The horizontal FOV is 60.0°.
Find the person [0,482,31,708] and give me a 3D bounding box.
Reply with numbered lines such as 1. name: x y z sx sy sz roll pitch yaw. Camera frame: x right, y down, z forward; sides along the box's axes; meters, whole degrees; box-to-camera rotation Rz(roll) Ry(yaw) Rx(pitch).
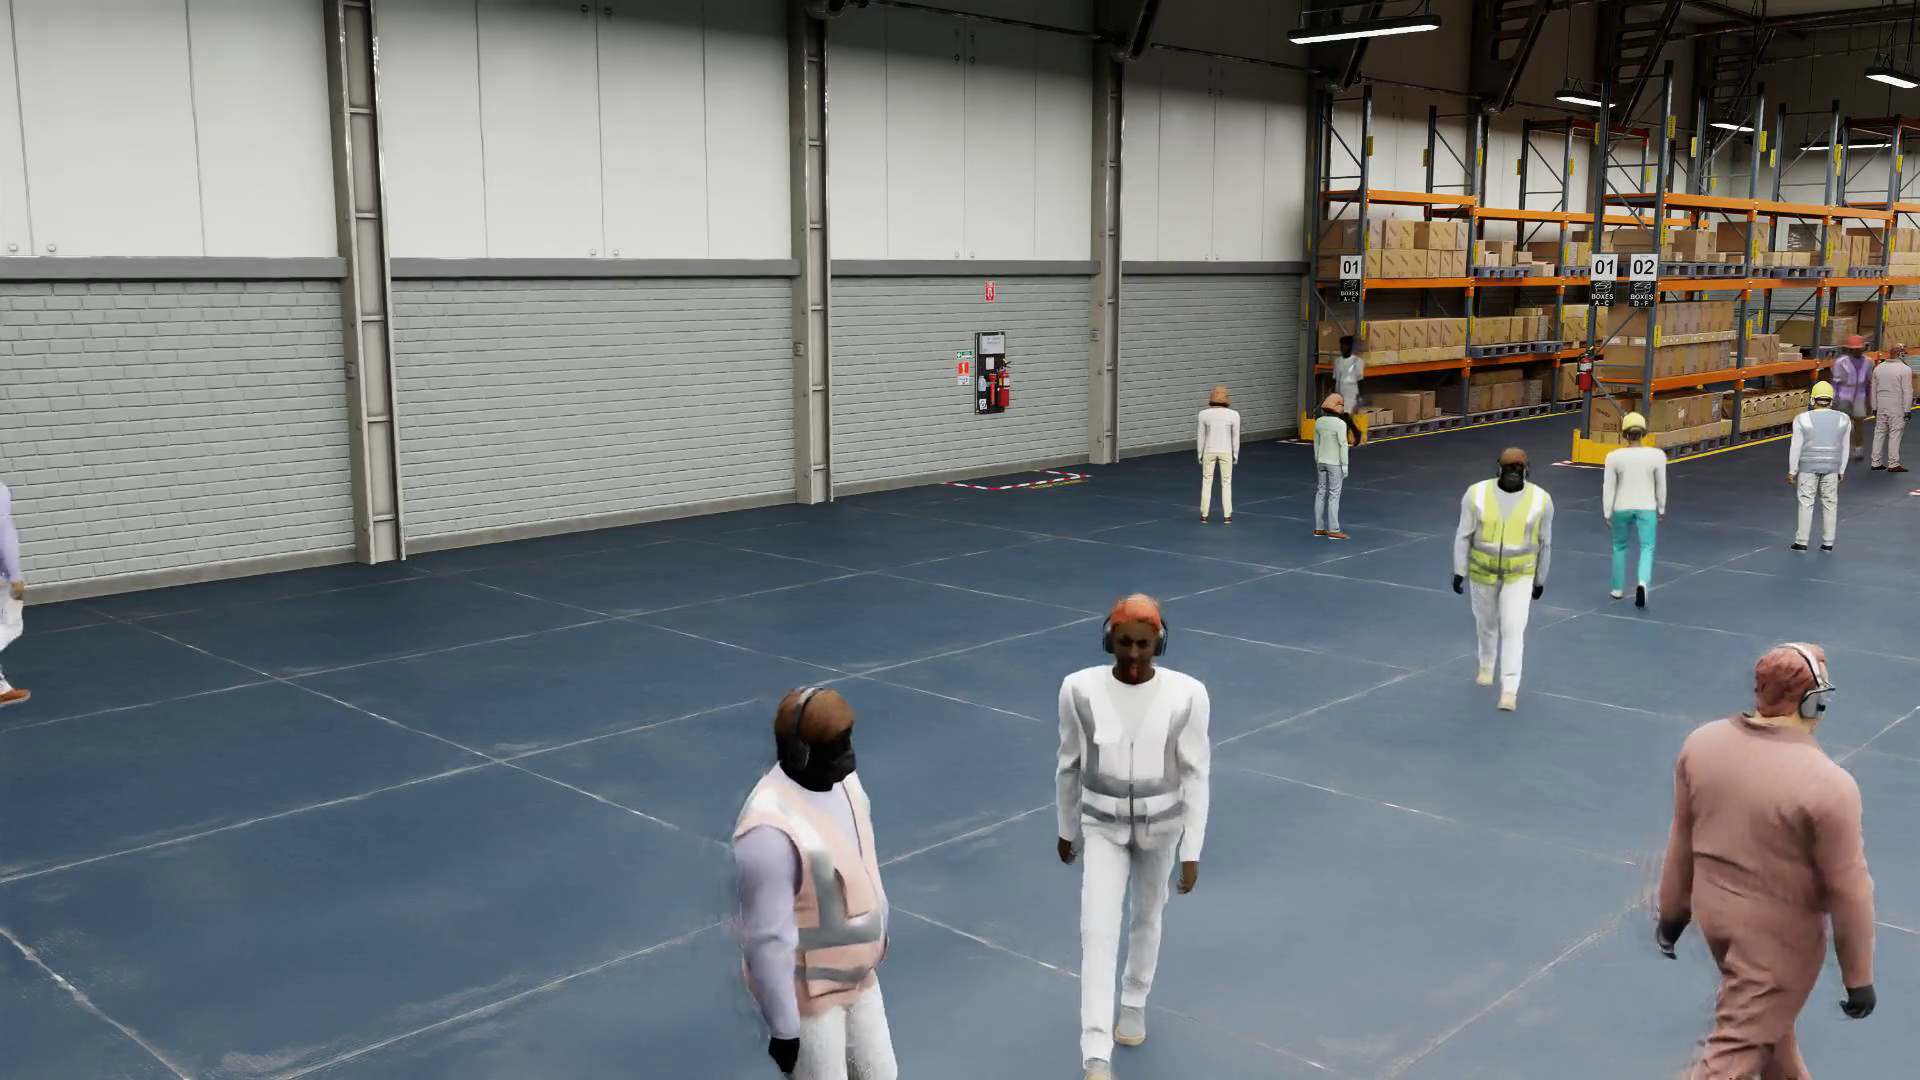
1. person: -6.658 0.239 11.237 0.647 1.924 0.665 3 10 18

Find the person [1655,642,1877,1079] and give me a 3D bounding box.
1. person: 2.640 1.243 5.324 1.007 1.854 0.672 -3 10 -17

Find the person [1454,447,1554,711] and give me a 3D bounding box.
1. person: 3.828 0.225 11.741 0.634 1.801 0.956 4 10 23

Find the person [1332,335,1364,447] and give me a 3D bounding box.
1. person: 6.437 -2.424 27.461 0.813 1.943 0.613 -6 11 -34

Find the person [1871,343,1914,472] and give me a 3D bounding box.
1. person: 13.895 -1.967 24.753 0.404 1.906 0.651 -3 10 -19

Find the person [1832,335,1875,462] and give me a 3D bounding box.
1. person: 14.051 -2.239 26.213 0.661 1.984 1.072 1 9 9

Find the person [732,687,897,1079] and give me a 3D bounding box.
1. person: -0.430 1.318 4.981 0.449 1.821 0.643 3 10 18

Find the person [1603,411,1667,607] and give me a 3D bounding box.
1. person: 6.057 -0.282 14.962 0.543 1.744 0.739 4 10 24

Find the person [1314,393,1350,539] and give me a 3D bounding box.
1. person: 4.165 -0.829 18.646 0.289 1.633 0.497 -5 11 -30

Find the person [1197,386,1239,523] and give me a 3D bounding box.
1. person: 3.067 -1.012 19.802 0.500 1.626 0.299 2 10 12

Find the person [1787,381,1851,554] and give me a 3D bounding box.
1. person: 9.092 -0.765 17.641 0.587 1.835 0.404 1 9 9

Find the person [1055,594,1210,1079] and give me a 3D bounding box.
1. person: 0.635 1.118 6.177 0.579 1.827 0.988 1 9 6
